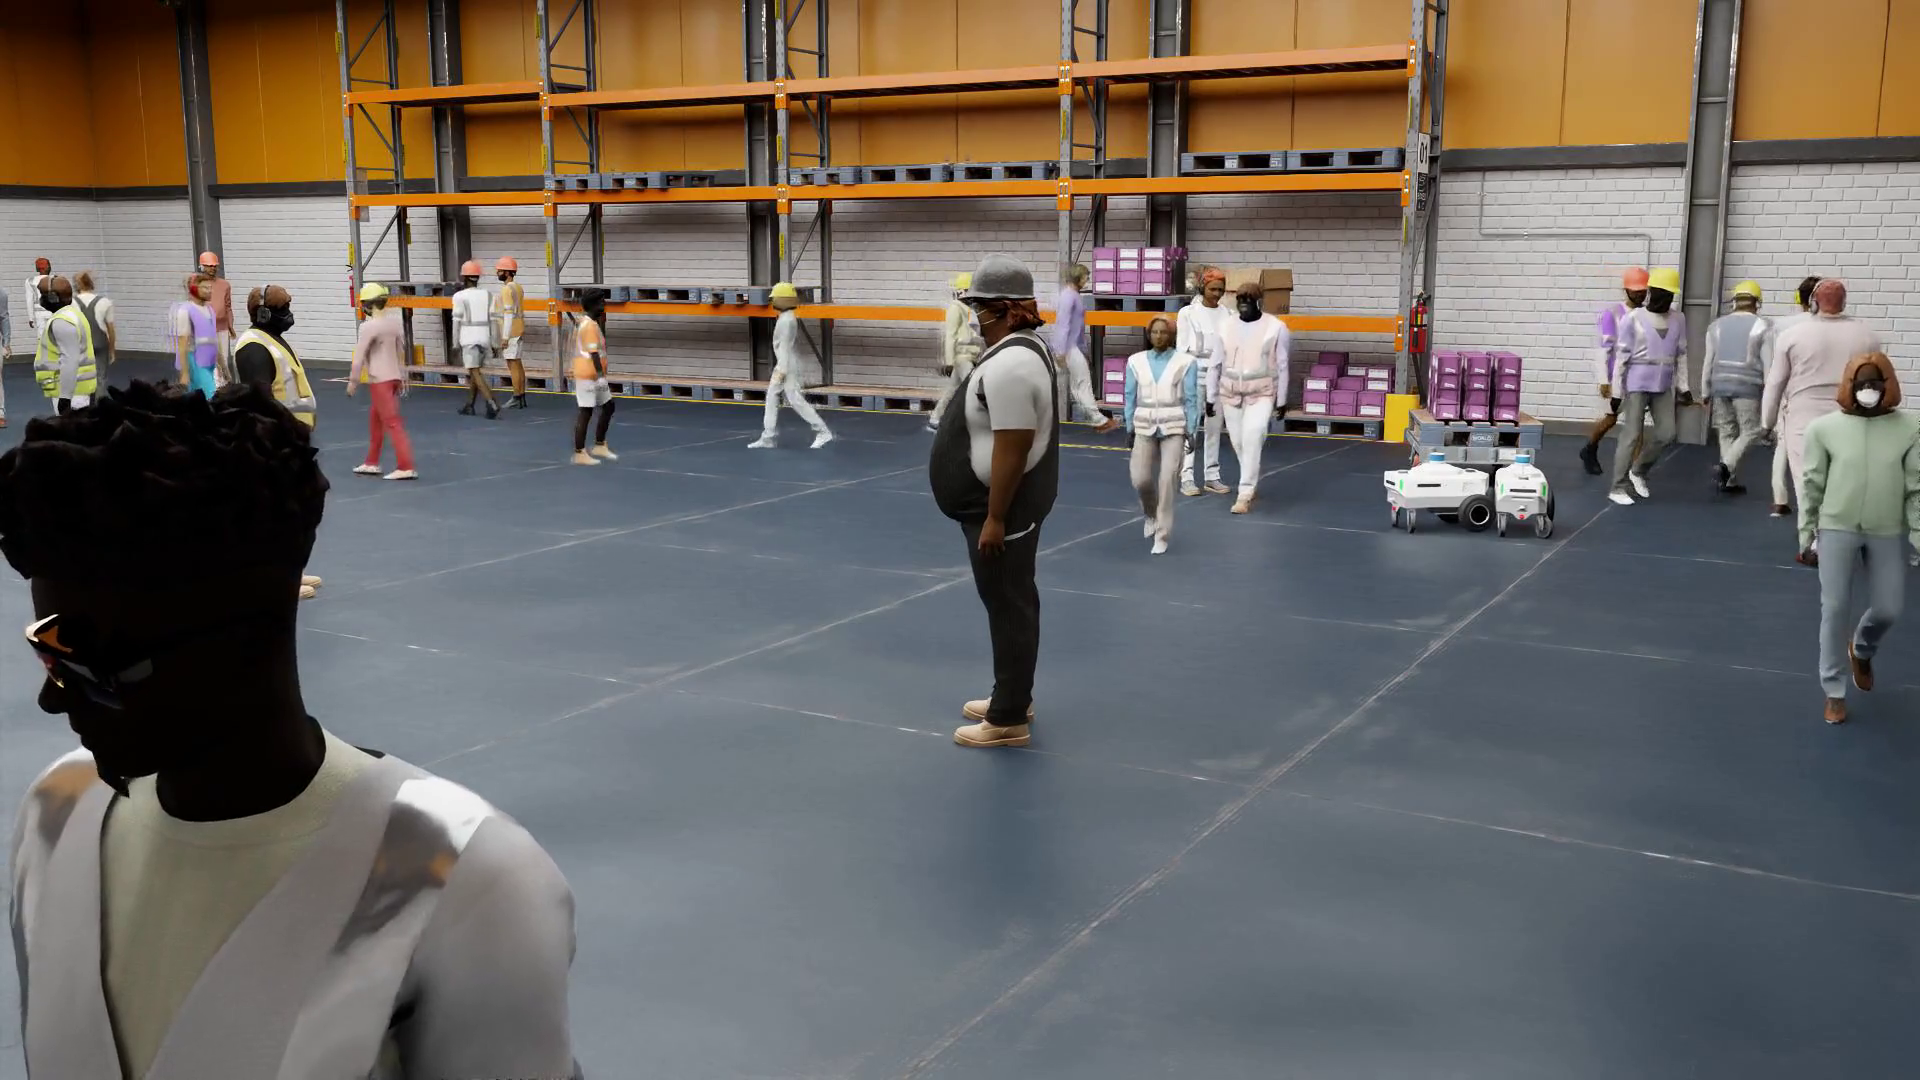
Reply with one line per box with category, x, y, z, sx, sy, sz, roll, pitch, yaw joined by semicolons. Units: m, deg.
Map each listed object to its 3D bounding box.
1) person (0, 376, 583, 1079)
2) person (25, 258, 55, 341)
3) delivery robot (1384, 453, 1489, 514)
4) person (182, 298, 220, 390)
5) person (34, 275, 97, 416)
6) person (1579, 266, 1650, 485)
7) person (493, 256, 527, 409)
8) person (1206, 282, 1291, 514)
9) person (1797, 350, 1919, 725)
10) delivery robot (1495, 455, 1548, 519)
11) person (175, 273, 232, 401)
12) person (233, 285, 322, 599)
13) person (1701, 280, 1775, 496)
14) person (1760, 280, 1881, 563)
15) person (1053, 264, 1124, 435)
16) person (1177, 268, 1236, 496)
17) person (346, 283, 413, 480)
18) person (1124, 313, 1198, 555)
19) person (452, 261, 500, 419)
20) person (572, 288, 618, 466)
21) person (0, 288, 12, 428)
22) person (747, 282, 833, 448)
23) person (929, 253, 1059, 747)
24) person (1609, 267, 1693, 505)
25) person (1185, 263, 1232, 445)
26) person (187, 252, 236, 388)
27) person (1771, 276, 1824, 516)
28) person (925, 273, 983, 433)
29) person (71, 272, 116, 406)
person;-0.636;0.825;1.550;0.600;1.959;0.375;4;11;20
person;-14.606;-3.566;26.639;0.575;1.882;0.359;-5;11;-26
delivery robot;3.483;-0.396;12.179;0.707;0.478;0.477;-1;10;-7
person;-10.634;-2.852;23.336;0.498;1.625;0.303;-1;10;-8
person;-7.082;-1.171;13.195;0.428;1.840;0.631;-4;11;-21
person;5.871;-1.465;14.729;0.550;1.911;0.816;-1;10;-4
person;-5.740;-2.640;21.224;0.347;1.942;0.549;0;10;1
person;2.294;-1.148;13.196;0.638;1.805;0.949;5;11;28
person;3.955;-0.027;7.318;0.518;1.618;0.545;4;11;21
delivery robot;4.069;-0.376;12.064;0.477;0.478;0.707;3;10;16
person;-7.071;-1.616;15.792;0.907;1.804;0.594;0;10;-2
person;-4.024;-0.578;9.835;0.429;1.843;0.633;-2;10;-12
person;6.354;-1.228;13.641;0.590;1.795;0.629;-7;12;-35
person;5.690;-0.793;11.034;0.657;1.854;1.030;2;10;10
person;1.260;-2.087;18.282;1.067;1.871;0.635;2;10;9
person;2.066;-1.316;13.882;0.574;1.887;0.355;-5;11;-24
person;-5.216;-1.393;14.727;0.781;1.734;0.540;2;10;10
person;1.371;-0.725;11.276;0.518;1.625;0.433;4;11;19
person;-5.833;-2.413;20.067;0.941;1.903;0.553;9;13;41
person;-3.424;-1.527;15.683;0.540;1.678;0.550;-1;10;-8
person;-11.106;-2.219;18.853;0.633;1.936;0.353;-5;11;-28
person;-1.733;-1.780;17.013;0.846;1.708;0.495;-1;10;-7
person;0.139;-0.168;6.948;0.537;2.000;0.682;1;10;7
person;5.518;-1.225;13.317;0.605;1.901;0.452;-2;10;-14
person;2.528;-1.867;16.966;0.884;1.910;0.632;1;10;7
person;-10.083;-2.885;22.460;0.383;1.993;0.622;7;12;34
person;6.559;-1.117;12.932;0.515;1.834;0.907;8;13;39
person;0.012;-1.982;17.949;0.920;1.792;0.608;3;10;17
person;-9.861;-2.138;18.857;0.526;1.780;0.966;-5;11;-26
